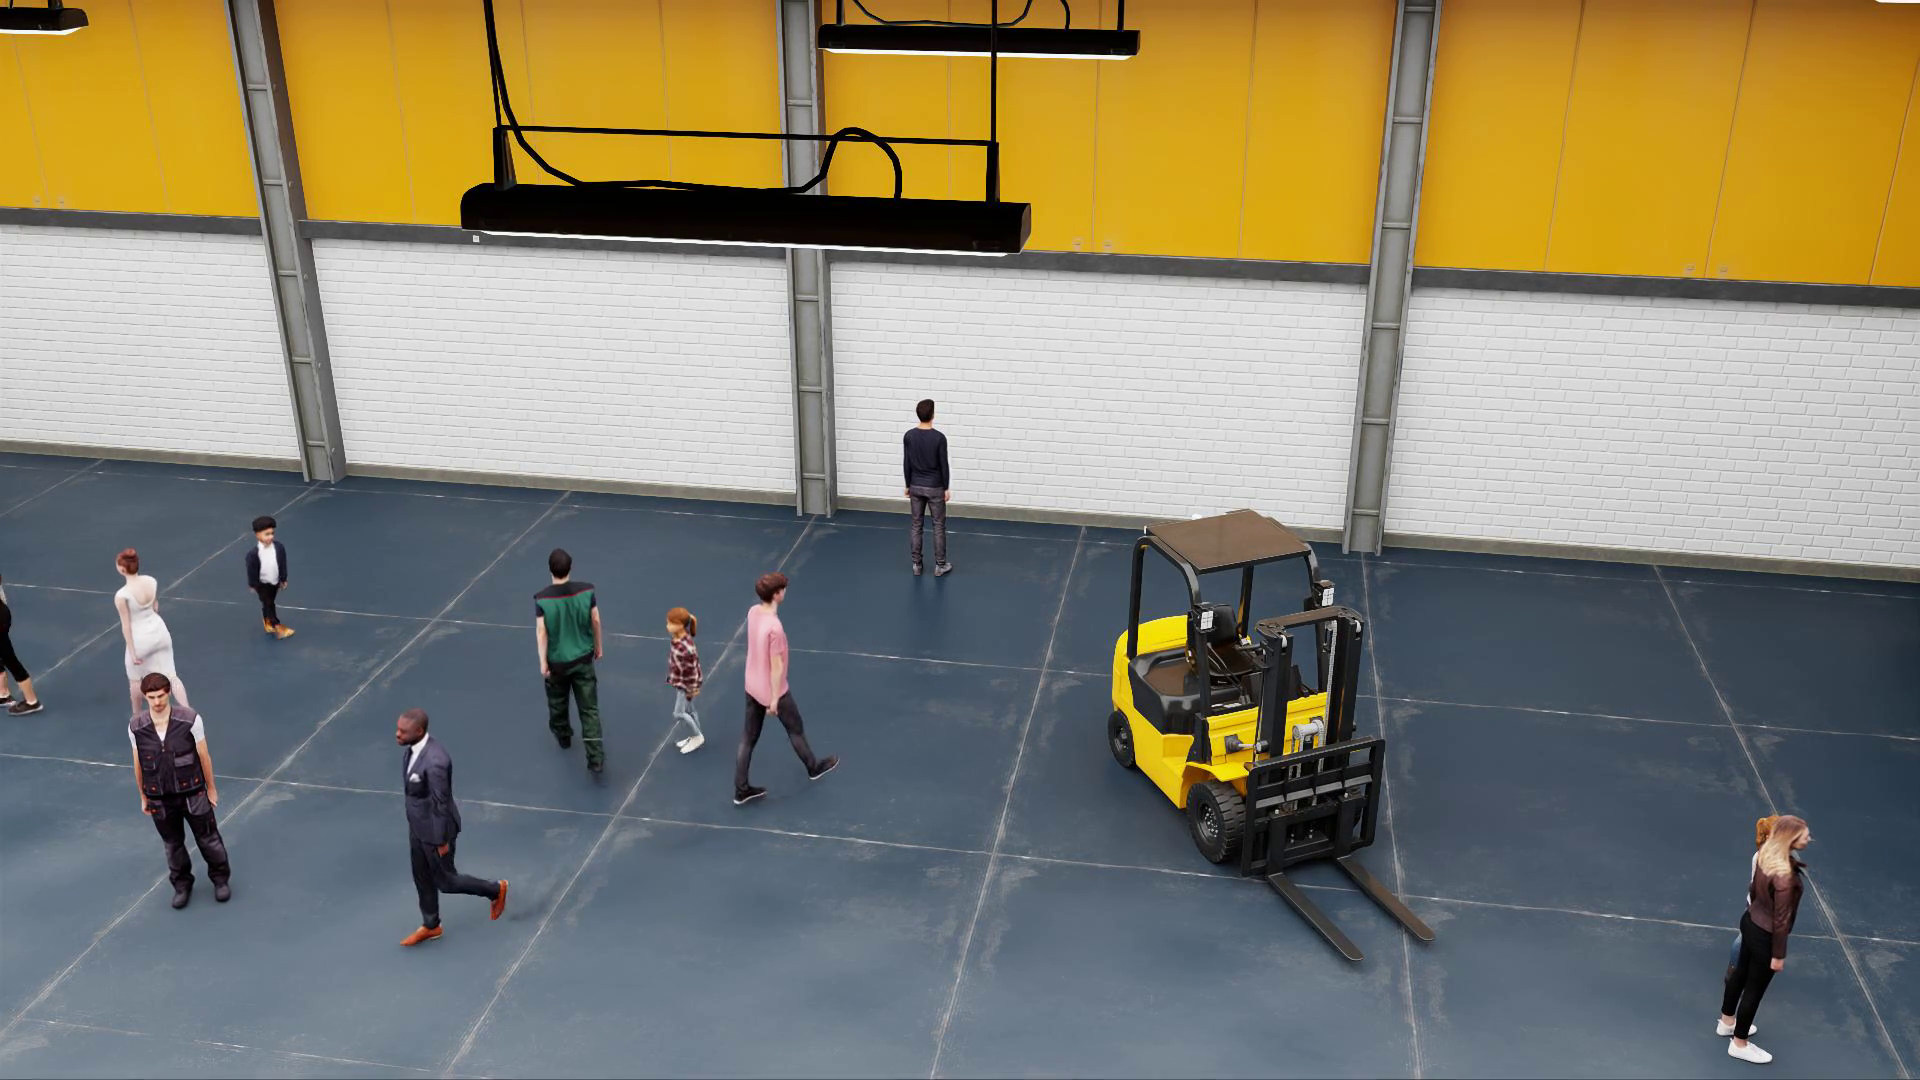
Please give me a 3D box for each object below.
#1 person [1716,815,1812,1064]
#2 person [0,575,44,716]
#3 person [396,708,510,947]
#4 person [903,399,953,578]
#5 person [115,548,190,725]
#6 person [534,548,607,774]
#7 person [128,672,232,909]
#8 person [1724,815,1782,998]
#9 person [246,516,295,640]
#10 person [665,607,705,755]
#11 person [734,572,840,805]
[{"bbox_3d":[4.978,2.442,10.317,0.499,1.704,0.606,3,24,7],"label":"person"},{"bbox_3d":[-8.166,0.715,14.252,0.839,1.715,0.748,-6,24,-14],"label":"person"},{"bbox_3d":[-3.526,1.932,11.362,1.118,1.800,1.055,-15,28,-31],"label":"person"},{"bbox_3d":[-0.336,-0.527,16.902,0.511,1.870,0.708,6,24,14],"label":"person"},{"bbox_3d":[-6.657,0.893,13.795,1.031,1.756,0.787,13,27,27],"label":"person"},{"bbox_3d":[-3.110,1.013,13.398,1.271,1.853,1.219,-11,26,-23],"label":"person"},{"bbox_3d":[-5.510,1.753,11.717,0.679,1.843,0.801,-6,24,-13],"label":"person"},{"bbox_3d":[5.260,2.384,10.933,0.565,1.316,0.622,-18,29,-35],"label":"person"},{"bbox_3d":[-6.603,0.346,15.746,0.735,1.196,0.852,-19,30,-37],"label":"person"},{"bbox_3d":[-2.217,1.142,13.802,0.648,1.294,0.609,-11,26,-24],"label":"person"},{"bbox_3d":[-1.588,1.195,12.907,1.146,1.914,1.161,-20,30,-37],"label":"person"}]
